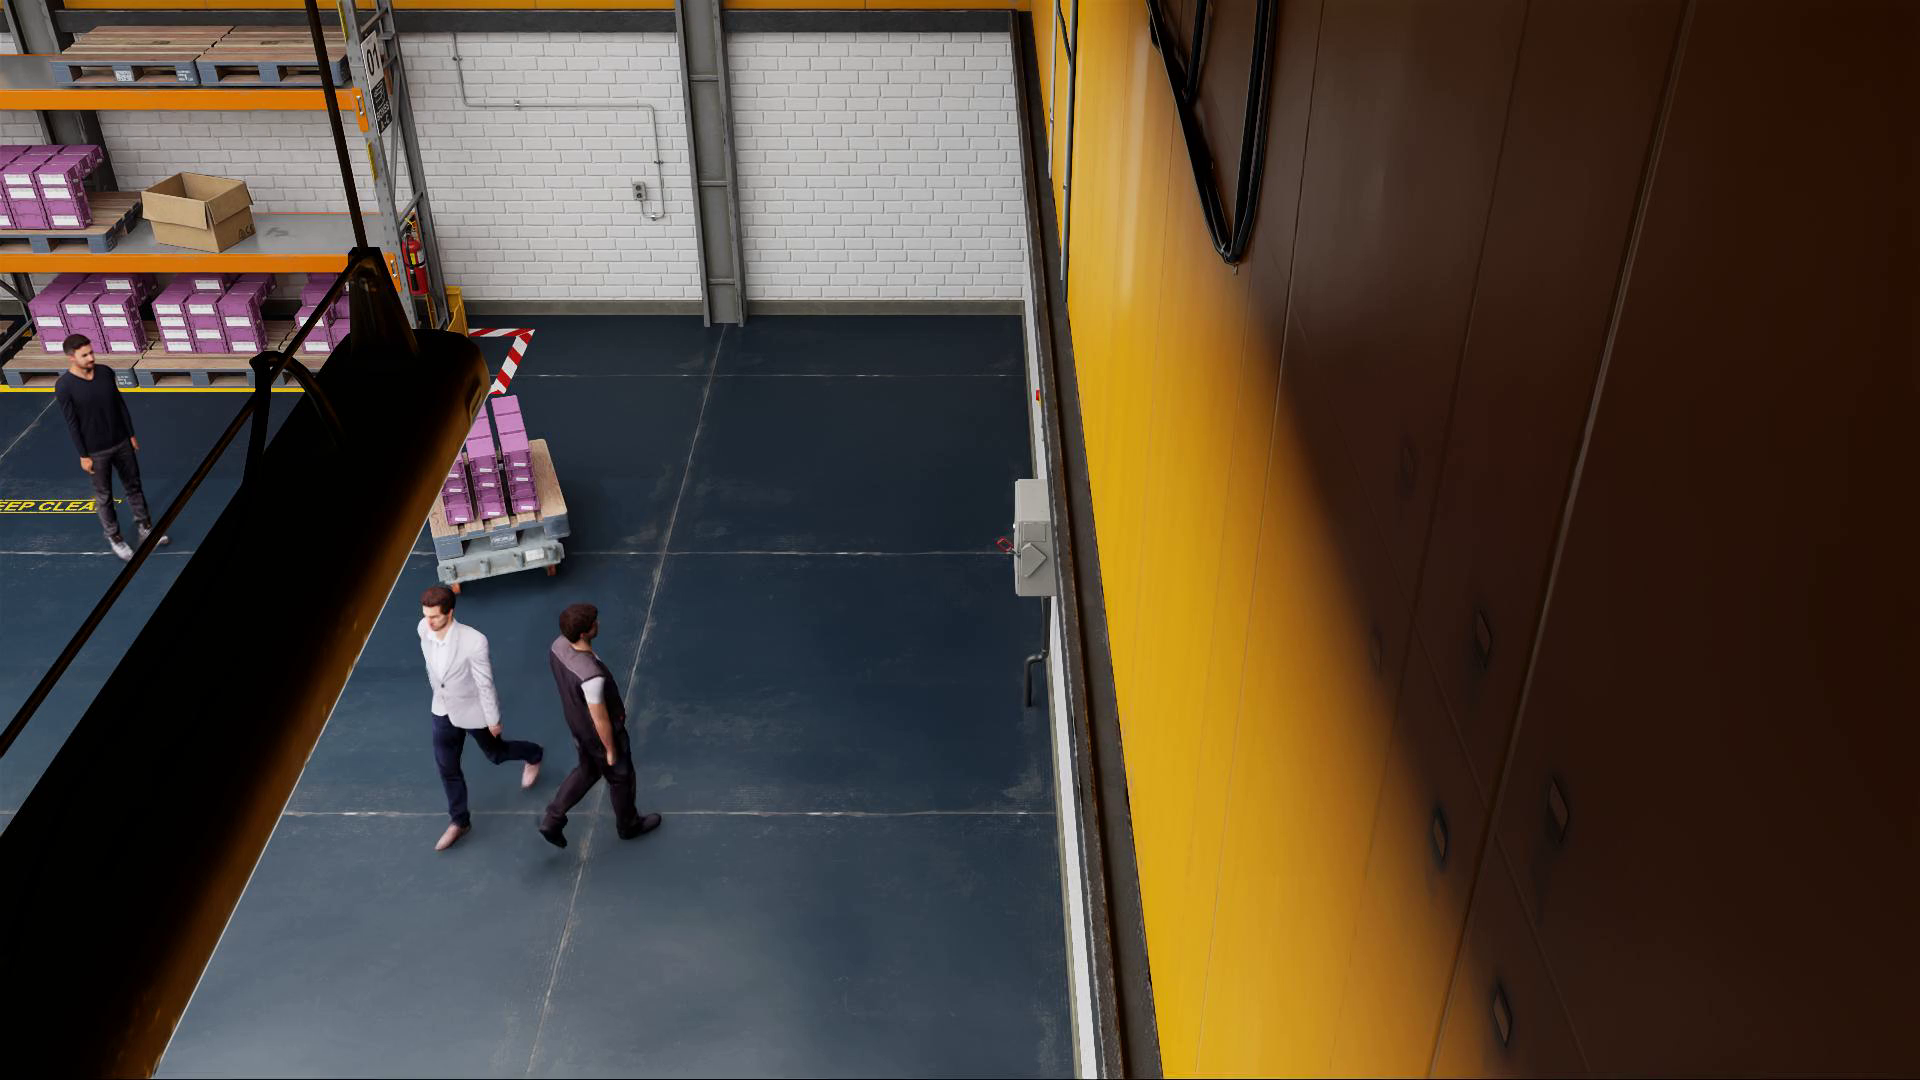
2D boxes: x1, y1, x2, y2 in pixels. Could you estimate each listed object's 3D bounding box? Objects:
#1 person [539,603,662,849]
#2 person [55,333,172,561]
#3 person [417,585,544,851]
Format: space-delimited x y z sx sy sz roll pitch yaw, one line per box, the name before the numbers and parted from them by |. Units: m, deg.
person | -2.269 1.161 9.984 1.097 1.829 1.019 -26 41 -33
person | -6.590 -0.738 12.807 0.746 1.867 0.721 21 39 28
person | -2.976 0.993 10.251 1.207 1.814 1.067 14 36 20
